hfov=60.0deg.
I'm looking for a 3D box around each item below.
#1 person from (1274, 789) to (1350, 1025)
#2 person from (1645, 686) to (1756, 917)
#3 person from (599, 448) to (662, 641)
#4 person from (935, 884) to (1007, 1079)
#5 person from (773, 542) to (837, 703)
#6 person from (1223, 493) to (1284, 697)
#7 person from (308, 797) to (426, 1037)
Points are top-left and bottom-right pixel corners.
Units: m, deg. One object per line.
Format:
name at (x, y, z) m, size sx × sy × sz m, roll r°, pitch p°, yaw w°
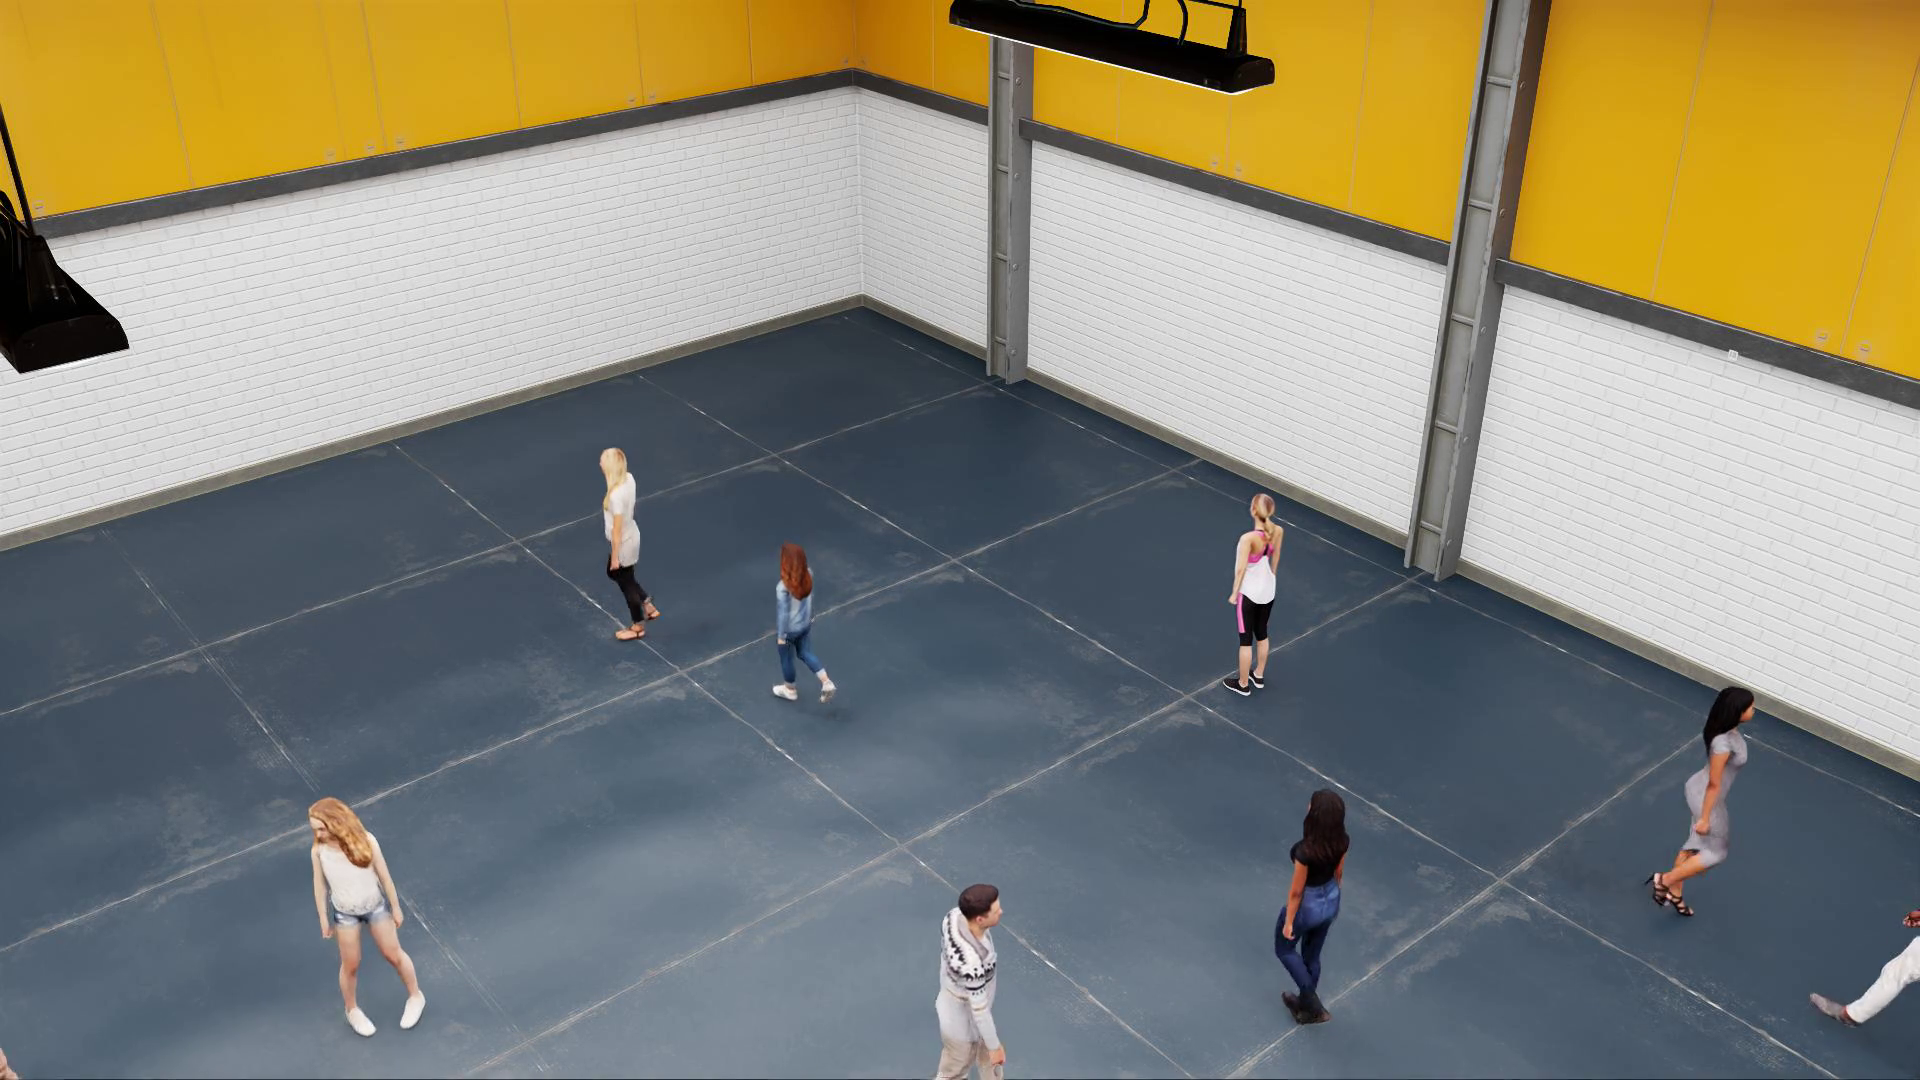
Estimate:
person at (2.180, 2.298, 10.051) m, size 0.649 × 1.724 × 0.744 m, roll -15°, pitch 32°, yaw -25°
person at (4.844, 1.739, 11.033) m, size 0.822 × 1.764 × 0.772 m, roll 12°, pitch 31°, yaw 21°
person at (-2.747, 0.039, 14.098) m, size 0.839 × 1.813 × 0.773 m, roll -1°, pitch 29°, yaw -2°
person at (-0.061, 2.667, 9.271) m, size 1.080 × 1.823 × 1.088 m, roll -3°, pitch 29°, yaw -6°
person at (-1.265, 0.702, 13.250) m, size 0.896 × 1.462 × 0.697 m, roll 18°, pitch 33°, yaw 30°
person at (2.387, 0.435, 13.399) m, size 0.622 × 1.788 × 0.545 m, roll -18°, pitch 33°, yaw -29°
person at (-3.685, 2.252, 10.120) m, size 0.707 × 1.738 × 0.699 m, roll -9°, pitch 30°, yaw -16°
